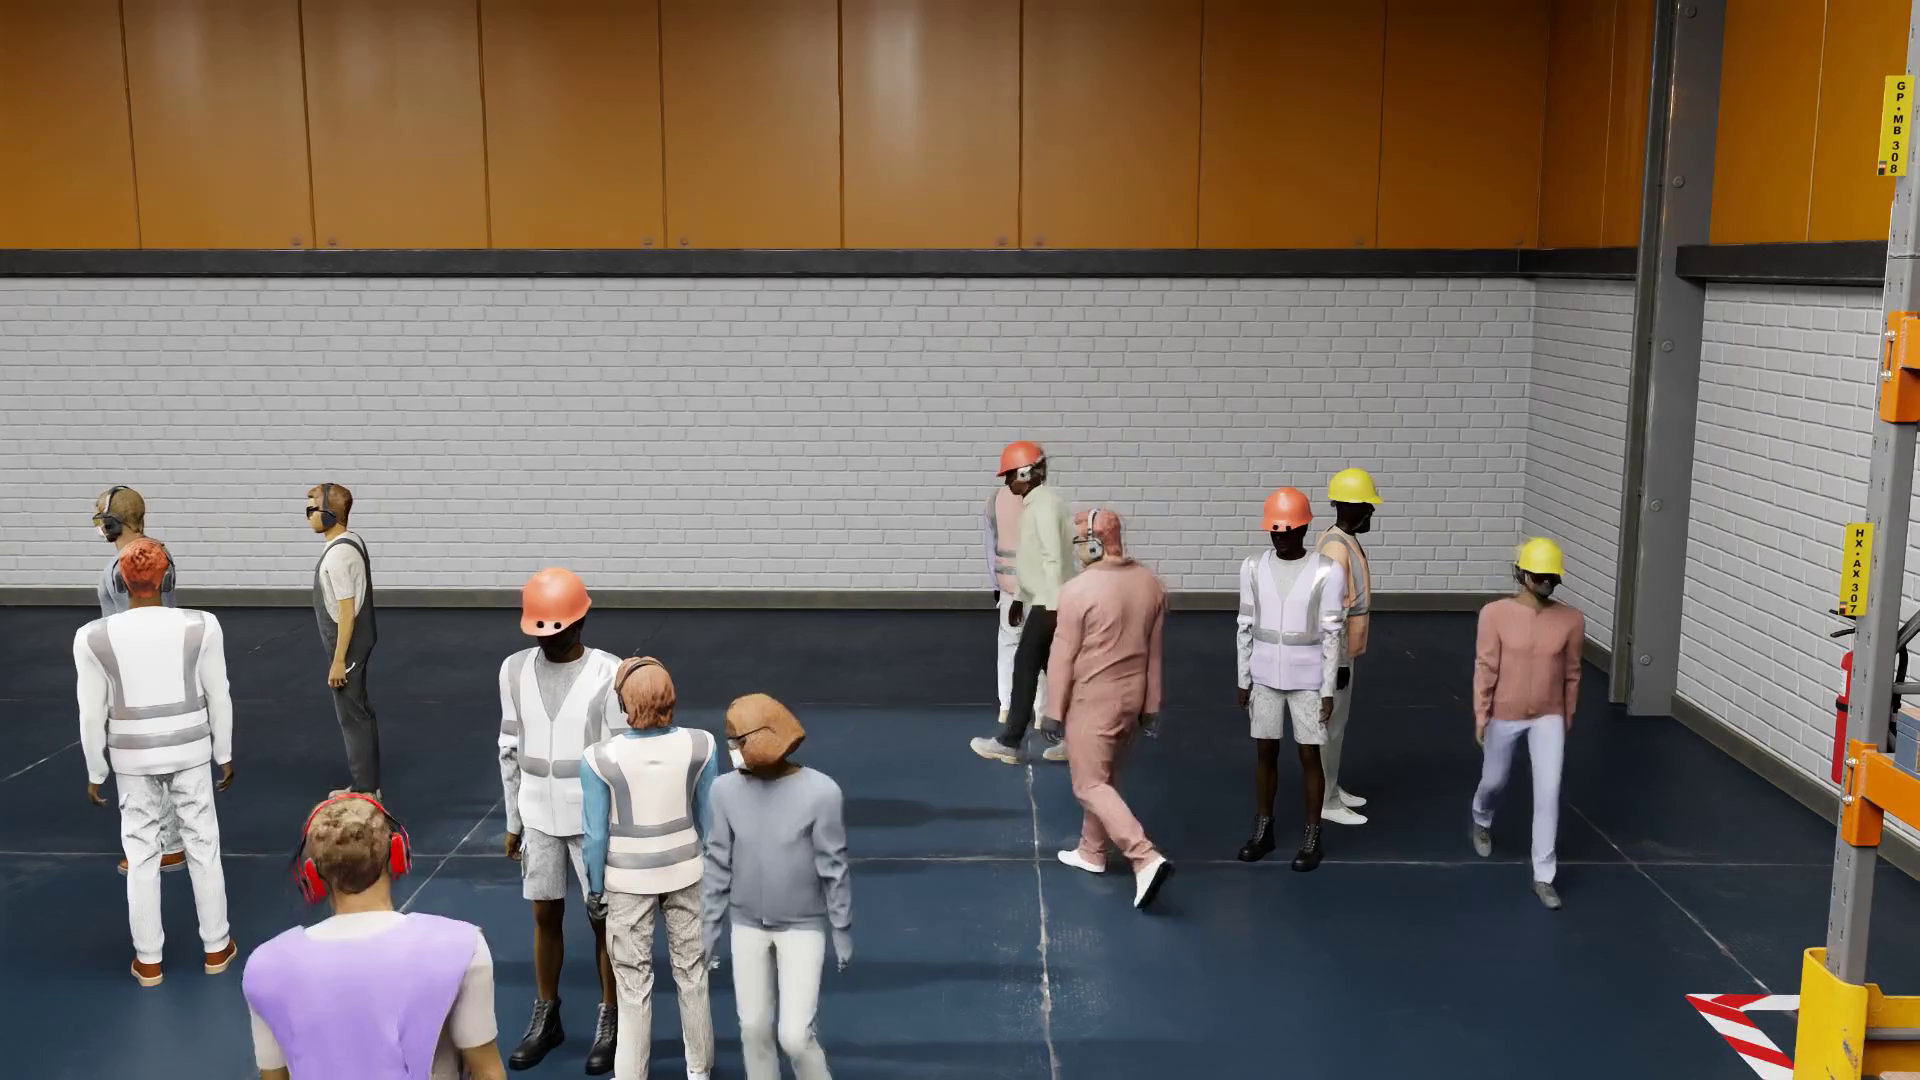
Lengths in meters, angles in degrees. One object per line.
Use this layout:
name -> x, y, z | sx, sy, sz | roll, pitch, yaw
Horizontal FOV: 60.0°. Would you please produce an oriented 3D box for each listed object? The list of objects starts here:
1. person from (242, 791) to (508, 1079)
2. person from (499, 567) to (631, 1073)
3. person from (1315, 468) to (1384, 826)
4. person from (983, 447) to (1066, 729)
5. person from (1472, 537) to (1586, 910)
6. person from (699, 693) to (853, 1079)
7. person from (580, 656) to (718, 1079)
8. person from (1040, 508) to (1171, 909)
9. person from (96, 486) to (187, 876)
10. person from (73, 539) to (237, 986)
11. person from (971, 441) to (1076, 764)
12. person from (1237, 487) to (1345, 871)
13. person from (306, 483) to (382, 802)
person -> -1.326, 1.494, 3.795 | 0.599, 1.817, 0.733 | 1, 10, 4
person -> -1.458, 1.040, 6.187 | 0.547, 1.926, 0.391 | 2, 10, 11
person -> 2.081, 0.565, 9.028 | 0.366, 1.927, 0.591 | 2, 10, 14
person -> 0.460, 0.307, 10.828 | 0.627, 1.844, 0.429 | 7, 12, 37
person -> 2.734, 0.819, 8.087 | 0.524, 1.732, 0.839 | 1, 10, 6
person -> -0.615, 1.313, 5.501 | 0.528, 1.603, 0.362 | 3, 10, 18
person -> -1.091, 1.223, 5.944 | 0.513, 1.642, 0.307 | -5, 11, -26
person -> 0.726, 0.781, 7.909 | 0.636, 1.874, 0.829 | -9, 13, -43
person -> -4.048, 0.690, 8.251 | 0.362, 1.936, 0.631 | -2, 10, -11
person -> -3.352, 0.929, 6.980 | 0.573, 1.883, 0.357 | -4, 10, -24
person -> 0.419, 0.382, 10.082 | 0.819, 1.937, 0.691 | -1, 9, -4
person -> 1.623, 0.689, 8.287 | 0.540, 1.929, 0.380 | 5, 11, 27
person -> -3.349, 0.601, 9.057 | 0.327, 1.843, 0.515 | -2, 10, -12
